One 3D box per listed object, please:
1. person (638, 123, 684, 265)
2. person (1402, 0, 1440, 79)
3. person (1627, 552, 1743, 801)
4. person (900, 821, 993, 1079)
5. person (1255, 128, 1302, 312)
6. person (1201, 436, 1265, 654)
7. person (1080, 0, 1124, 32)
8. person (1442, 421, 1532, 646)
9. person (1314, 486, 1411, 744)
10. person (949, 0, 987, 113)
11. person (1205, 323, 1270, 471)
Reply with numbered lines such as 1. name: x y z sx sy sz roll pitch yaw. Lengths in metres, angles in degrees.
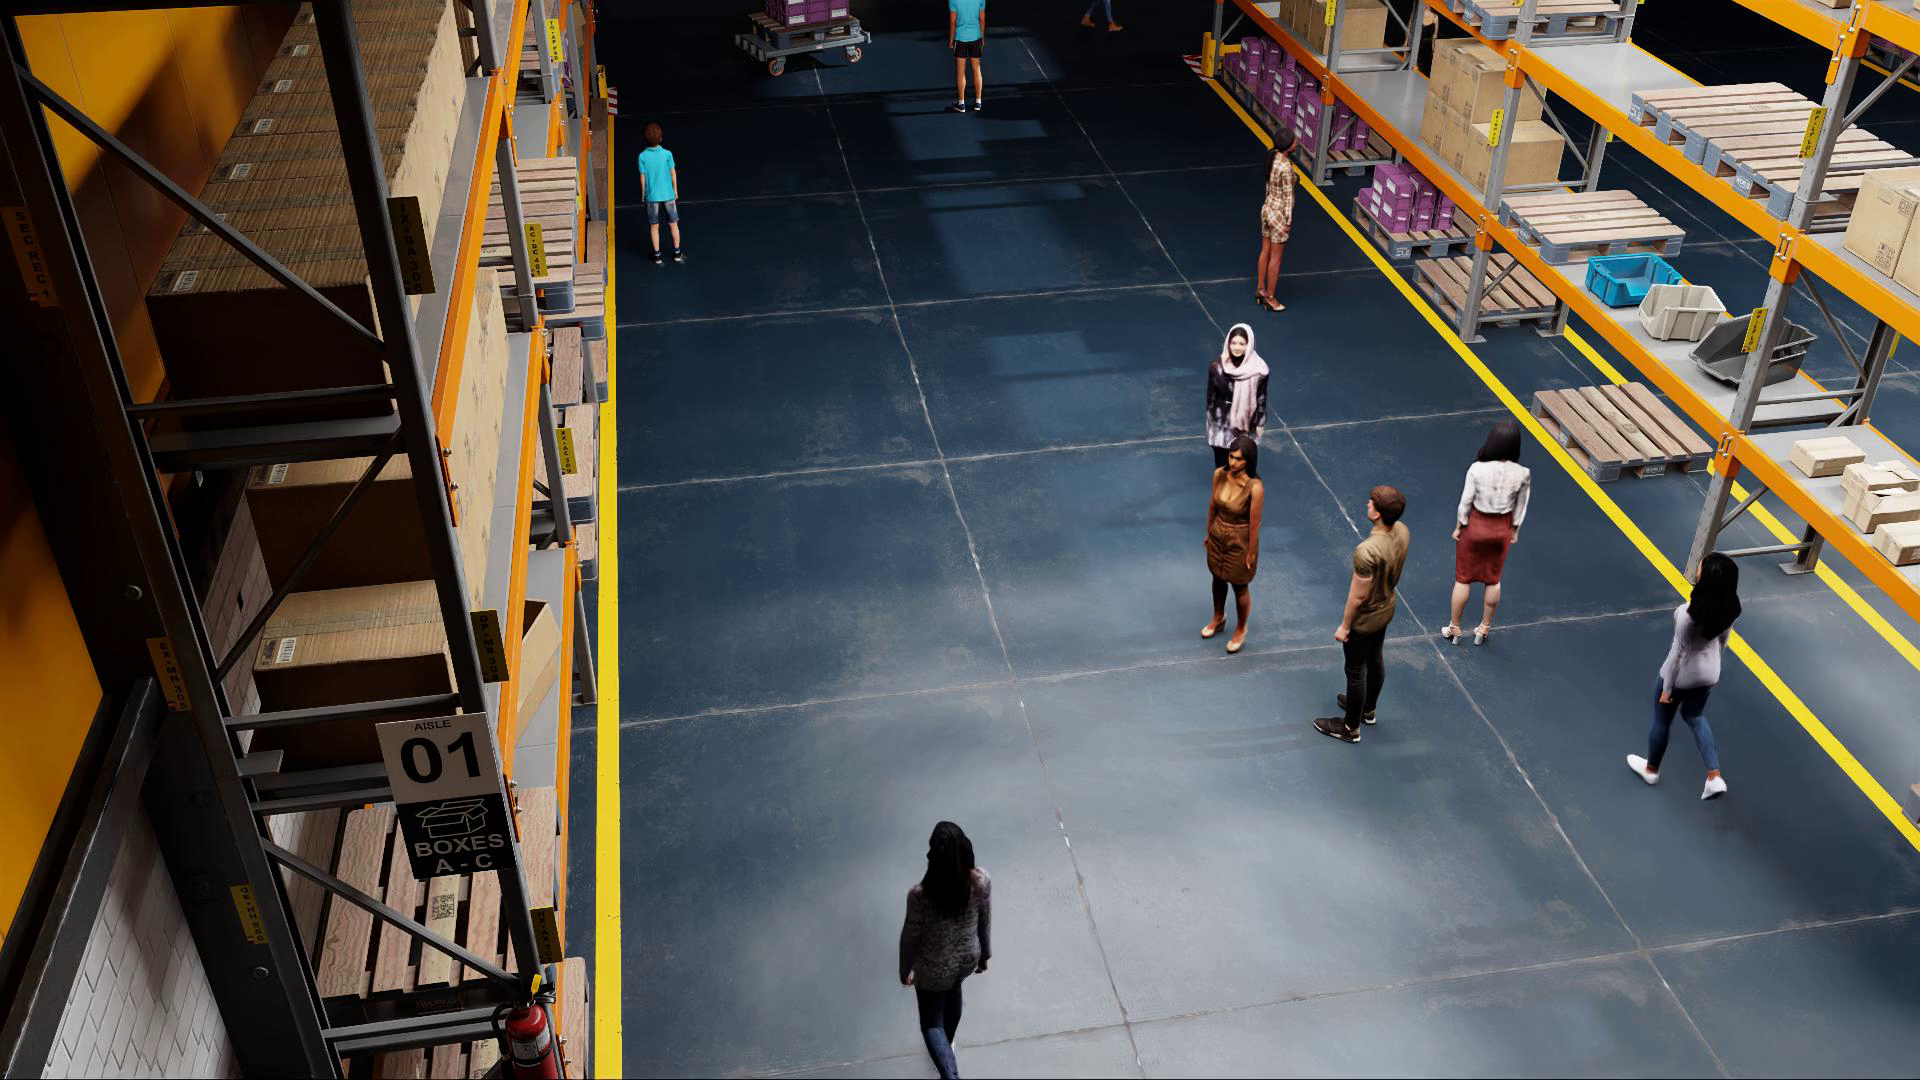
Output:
1. person: -3.041 -3.516 16.830 0.537 1.449 0.509 -9 35 -14
2. person: 5.566 -5.907 20.281 0.548 1.612 0.764 -6 34 -8
3. person: 4.451 0.873 9.986 0.686 1.716 0.943 -10 35 -15
4. person: -0.041 2.118 8.122 0.766 1.706 1.106 -12 36 -18
5. person: 3.006 -3.044 15.808 0.657 1.795 0.510 -9 35 -13
6. person: 1.855 0.022 11.296 0.706 1.684 0.613 -27 42 -35
7. person: 1.952 -7.824 23.519 0.814 1.220 0.873 11 35 17
8. person: 3.574 -0.031 11.314 0.641 1.751 0.588 2 34 3
9. person: 2.581 0.458 10.488 0.785 1.852 0.749 26 41 33
10. person: 0.099 -6.198 20.569 0.625 1.777 0.534 -8 34 -12
11. person: 2.132 -0.950 12.819 0.866 1.616 1.067 7 34 11
